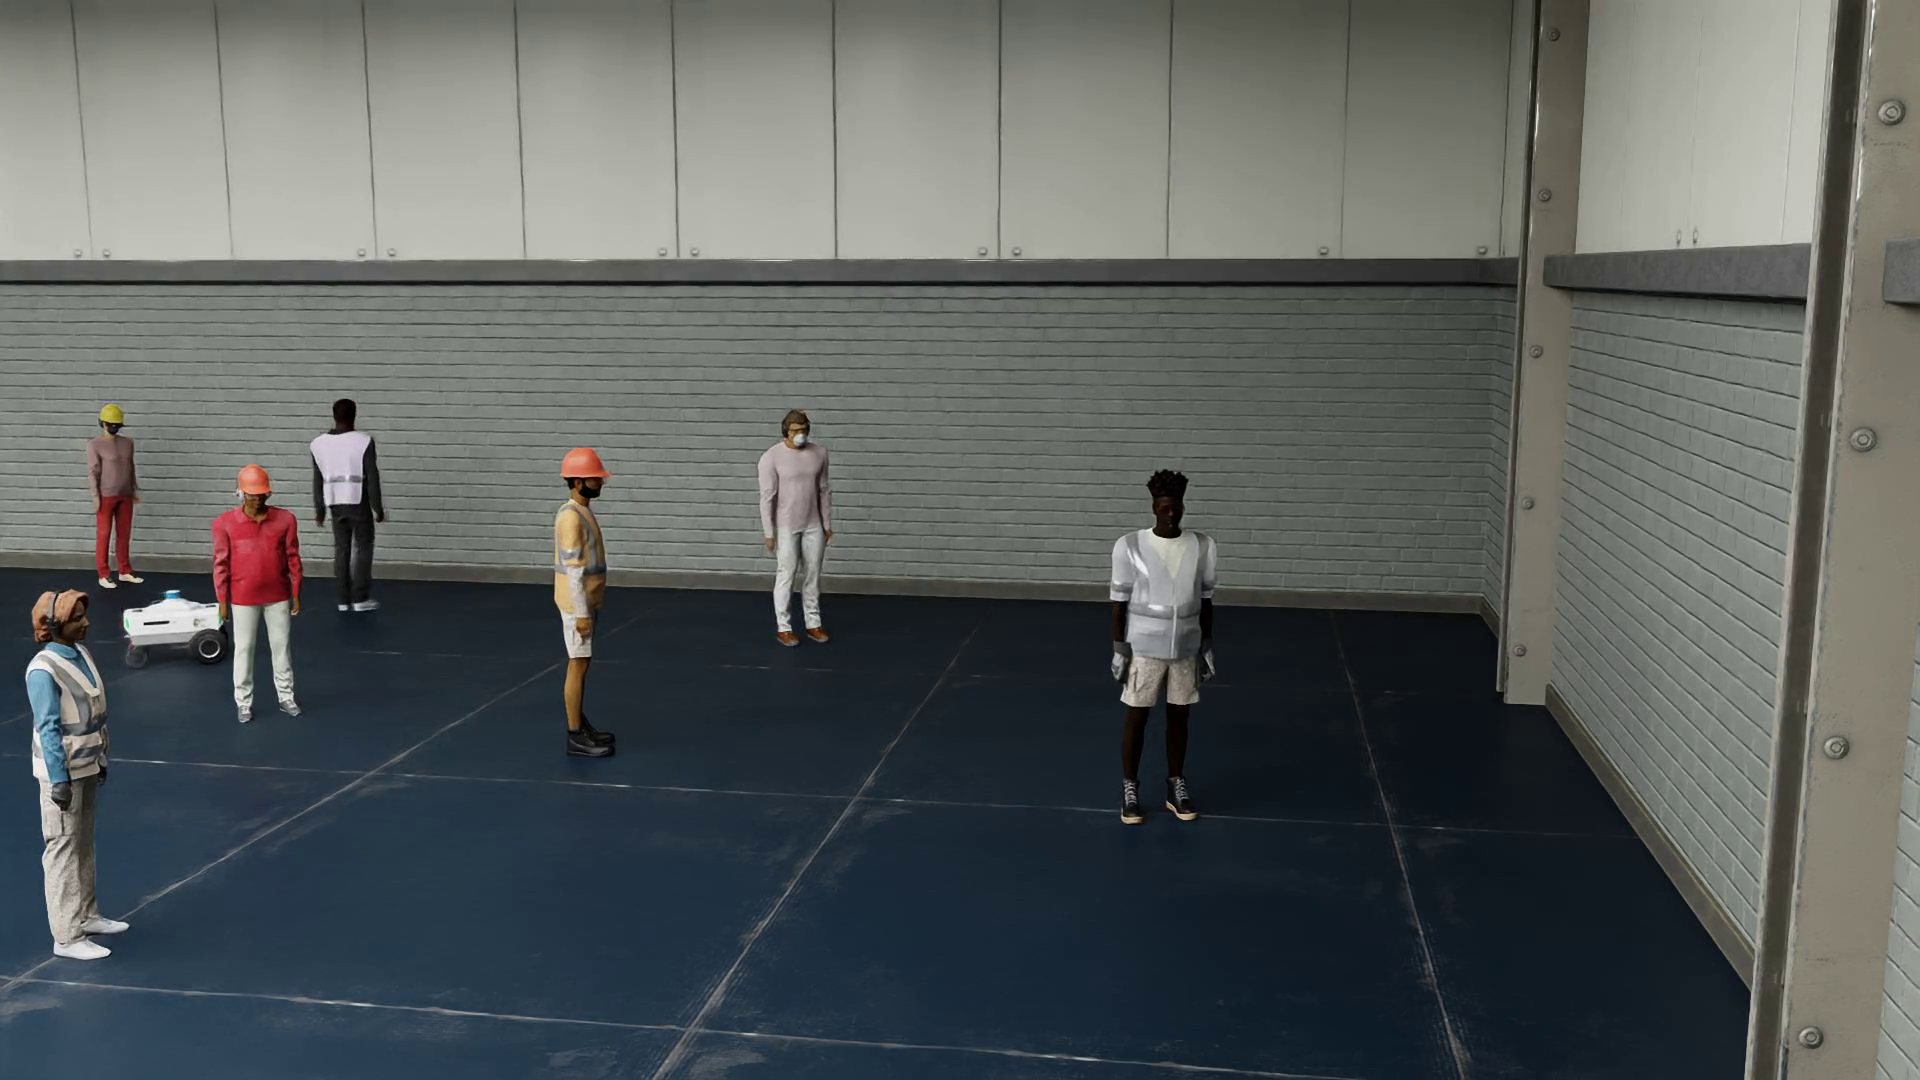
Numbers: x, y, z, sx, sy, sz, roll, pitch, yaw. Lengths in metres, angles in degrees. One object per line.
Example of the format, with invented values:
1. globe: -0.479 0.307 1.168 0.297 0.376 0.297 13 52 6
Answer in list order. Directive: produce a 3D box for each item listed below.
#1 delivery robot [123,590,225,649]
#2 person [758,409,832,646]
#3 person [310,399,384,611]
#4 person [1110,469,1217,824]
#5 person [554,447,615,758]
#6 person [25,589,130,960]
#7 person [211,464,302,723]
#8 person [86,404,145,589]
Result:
1. delivery robot: -6.076 0.631 12.868 0.707 0.478 0.477 -4 9 -23
2. person: -1.328 -0.102 13.488 0.637 1.929 0.373 -7 11 -35
3. person: -5.466 -0.301 14.794 0.624 1.898 0.454 1 9 7
4. person: 1.121 0.580 9.144 0.609 1.964 0.367 -2 9 -11
5. person: -2.352 0.385 10.435 0.364 1.939 0.542 -1 9 -8
6. person: -3.942 1.029 7.383 0.308 1.640 0.511 -2 9 -11
7. person: -4.723 0.355 11.221 0.566 1.743 0.349 -6 11 -34
8. person: -8.105 -0.425 15.978 0.332 1.763 0.527 4 10 22
